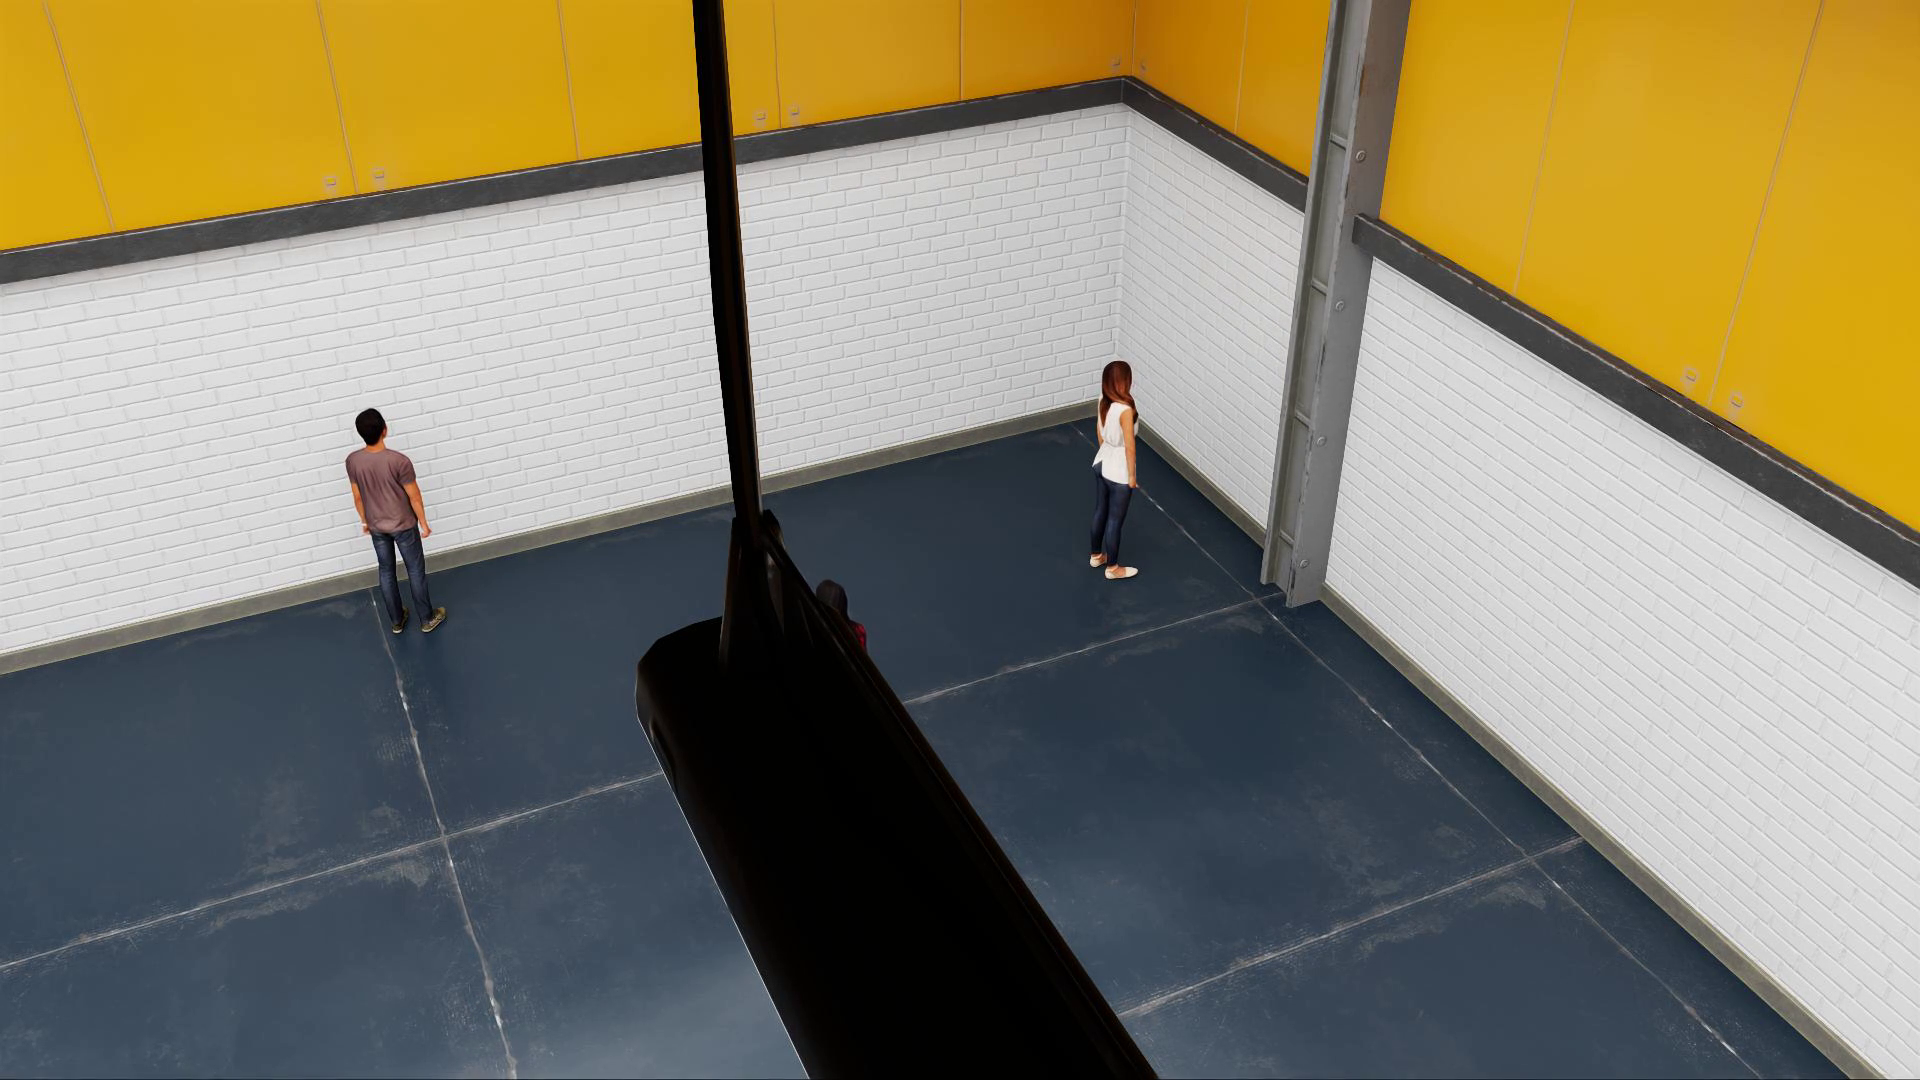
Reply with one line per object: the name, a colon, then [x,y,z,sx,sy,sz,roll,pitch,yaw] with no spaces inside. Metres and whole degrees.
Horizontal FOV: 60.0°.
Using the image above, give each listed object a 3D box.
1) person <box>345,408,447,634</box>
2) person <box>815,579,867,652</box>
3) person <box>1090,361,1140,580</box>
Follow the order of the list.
person: [-4.004,-0.121,11.708,0.712,1.778,0.705,2,34,2]
person: [-0.752,0.964,10.186,0.584,1.657,0.503,-14,36,-20]
person: [1.130,-0.520,12.302,0.638,1.785,0.461,-16,37,-22]
